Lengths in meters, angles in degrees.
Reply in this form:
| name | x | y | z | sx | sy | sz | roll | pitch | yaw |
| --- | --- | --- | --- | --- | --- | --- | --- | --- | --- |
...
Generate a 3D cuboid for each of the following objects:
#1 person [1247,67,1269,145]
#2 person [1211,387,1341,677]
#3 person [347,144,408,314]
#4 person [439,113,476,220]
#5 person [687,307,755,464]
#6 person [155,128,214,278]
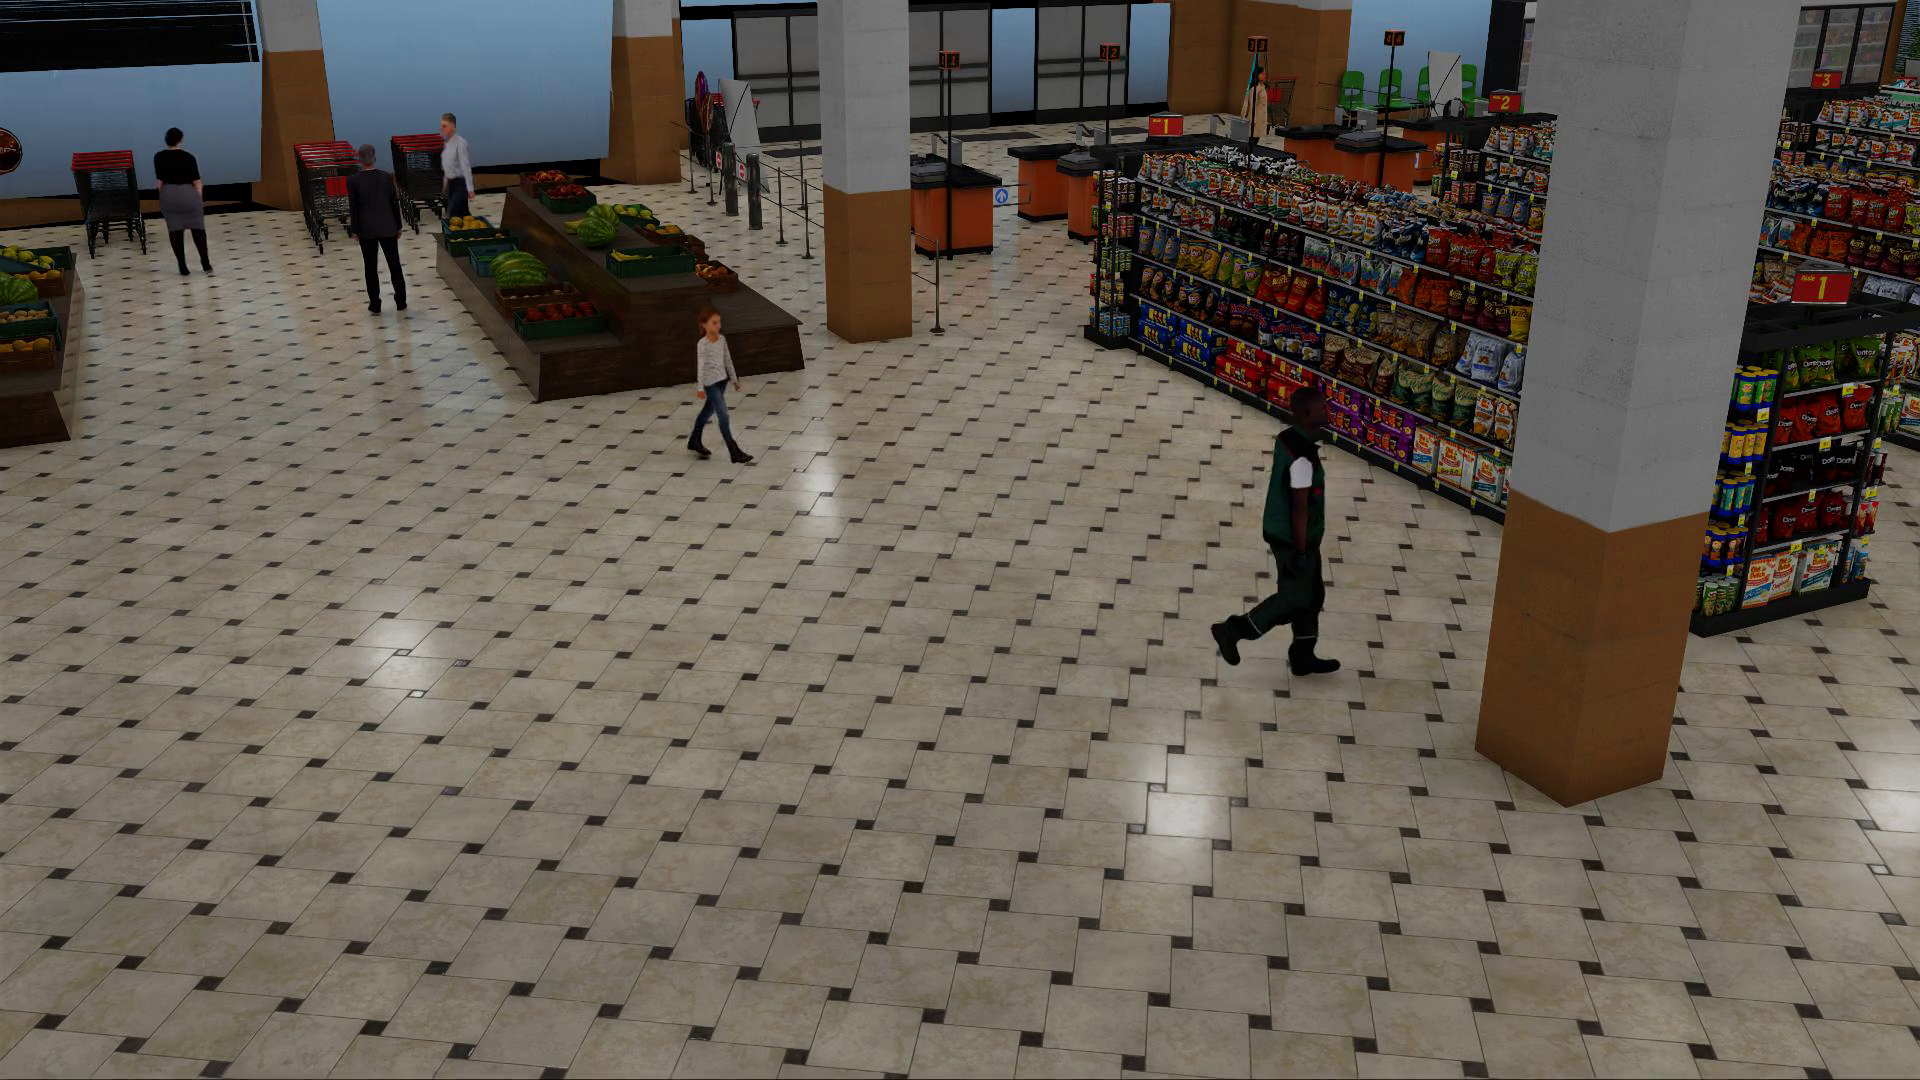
| name | x | y | z | sx | sy | sz | roll | pitch | yaw |
| --- | --- | --- | --- | --- | --- | --- | --- | --- | --- |
| person | 4.767 | -6.761 | 26.807 | 0.742 | 1.681 | 0.718 | 11 | 24 | 25 |
| person | 1.905 | -0.014 | 9.831 | 1.040 | 1.820 | 1.097 | 1 | 22 | 2 |
| person | -6.427 | -3.440 | 18.329 | 0.705 | 1.842 | 0.591 | -11 | 24 | -25 |
| person | -6.233 | -4.482 | 20.975 | 0.811 | 1.802 | 0.692 | -17 | 27 | -35 |
| person | -2.069 | -1.271 | 13.676 | 0.948 | 1.285 | 0.822 | 11 | 24 | 25 |
| person | -9.353 | -4.064 | 20.010 | 0.766 | 1.746 | 0.798 | -6 | 23 | -14 |
